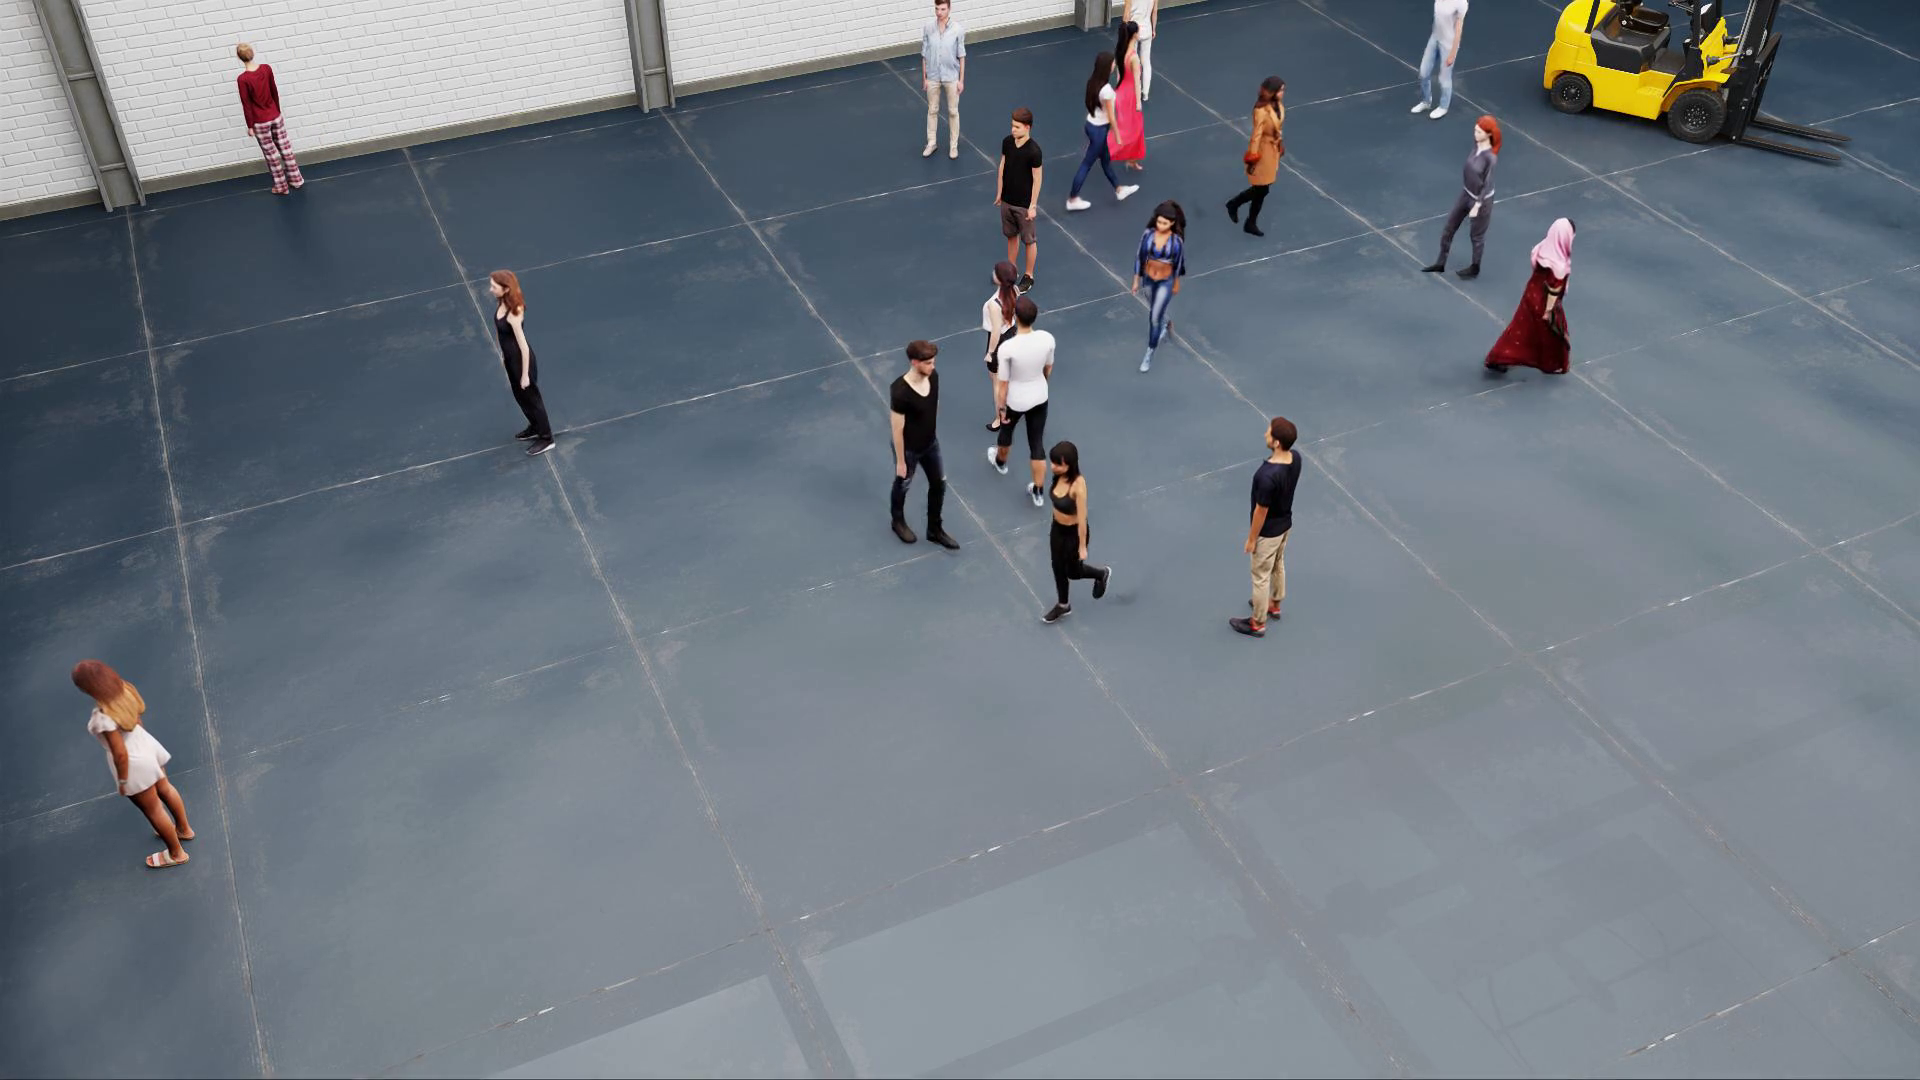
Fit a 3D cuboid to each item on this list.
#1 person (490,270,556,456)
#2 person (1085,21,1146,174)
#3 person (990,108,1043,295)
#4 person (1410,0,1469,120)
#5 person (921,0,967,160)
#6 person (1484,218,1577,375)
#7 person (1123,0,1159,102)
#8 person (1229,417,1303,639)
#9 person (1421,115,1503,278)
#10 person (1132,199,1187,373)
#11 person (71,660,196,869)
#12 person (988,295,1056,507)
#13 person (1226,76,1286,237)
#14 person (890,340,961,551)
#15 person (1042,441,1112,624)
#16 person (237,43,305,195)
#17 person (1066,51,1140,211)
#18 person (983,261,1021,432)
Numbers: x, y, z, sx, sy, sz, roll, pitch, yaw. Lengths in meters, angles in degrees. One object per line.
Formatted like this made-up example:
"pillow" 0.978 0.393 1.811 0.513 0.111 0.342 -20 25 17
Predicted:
"person" -3.705 -1.519 14.051 0.541 1.745 0.615 -22 43 -25
"person" 1.753 -4.786 18.176 0.964 1.701 0.684 -10 40 -12
"person" 0.592 -3.333 16.228 0.749 1.862 0.721 30 48 32
"person" 5.652 -5.760 19.308 0.769 1.811 0.729 -15 41 -18
"person" -0.182 -5.172 18.543 0.694 1.847 0.788 7 39 9
"person" 5.169 -2.153 14.958 1.114 1.603 0.822 -5 39 -6
"person" 2.128 -6.045 19.775 0.522 1.673 0.673 -11 40 -13
"person" 2.288 -0.094 12.178 0.767 1.855 0.639 24 44 27
"person" 5.144 -3.356 16.343 0.840 1.754 0.660 -8 39 -10
"person" 1.839 -2.390 15.274 1.006 1.580 1.128 18 42 21
"person" -5.177 1.384 10.454 0.666 1.696 0.648 -2 39 -2
"person" 0.576 -1.103 13.473 1.038 1.816 0.815 -12 40 -14
"person" 3.039 -3.968 17.148 0.921 1.706 0.859 30 47 32
"person" -0.422 -0.788 13.034 0.967 1.872 0.950 32 48 33
"person" 0.873 -0.081 12.347 0.893 1.623 0.691 -22 43 -25
"person" -7.456 -4.536 17.863 0.737 1.701 0.620 22 43 25
"person" 1.347 -4.246 17.474 1.109 1.734 0.759 -8 39 -10
"person" 0.369 -1.671 14.318 0.694 1.648 0.608 20 43 23
